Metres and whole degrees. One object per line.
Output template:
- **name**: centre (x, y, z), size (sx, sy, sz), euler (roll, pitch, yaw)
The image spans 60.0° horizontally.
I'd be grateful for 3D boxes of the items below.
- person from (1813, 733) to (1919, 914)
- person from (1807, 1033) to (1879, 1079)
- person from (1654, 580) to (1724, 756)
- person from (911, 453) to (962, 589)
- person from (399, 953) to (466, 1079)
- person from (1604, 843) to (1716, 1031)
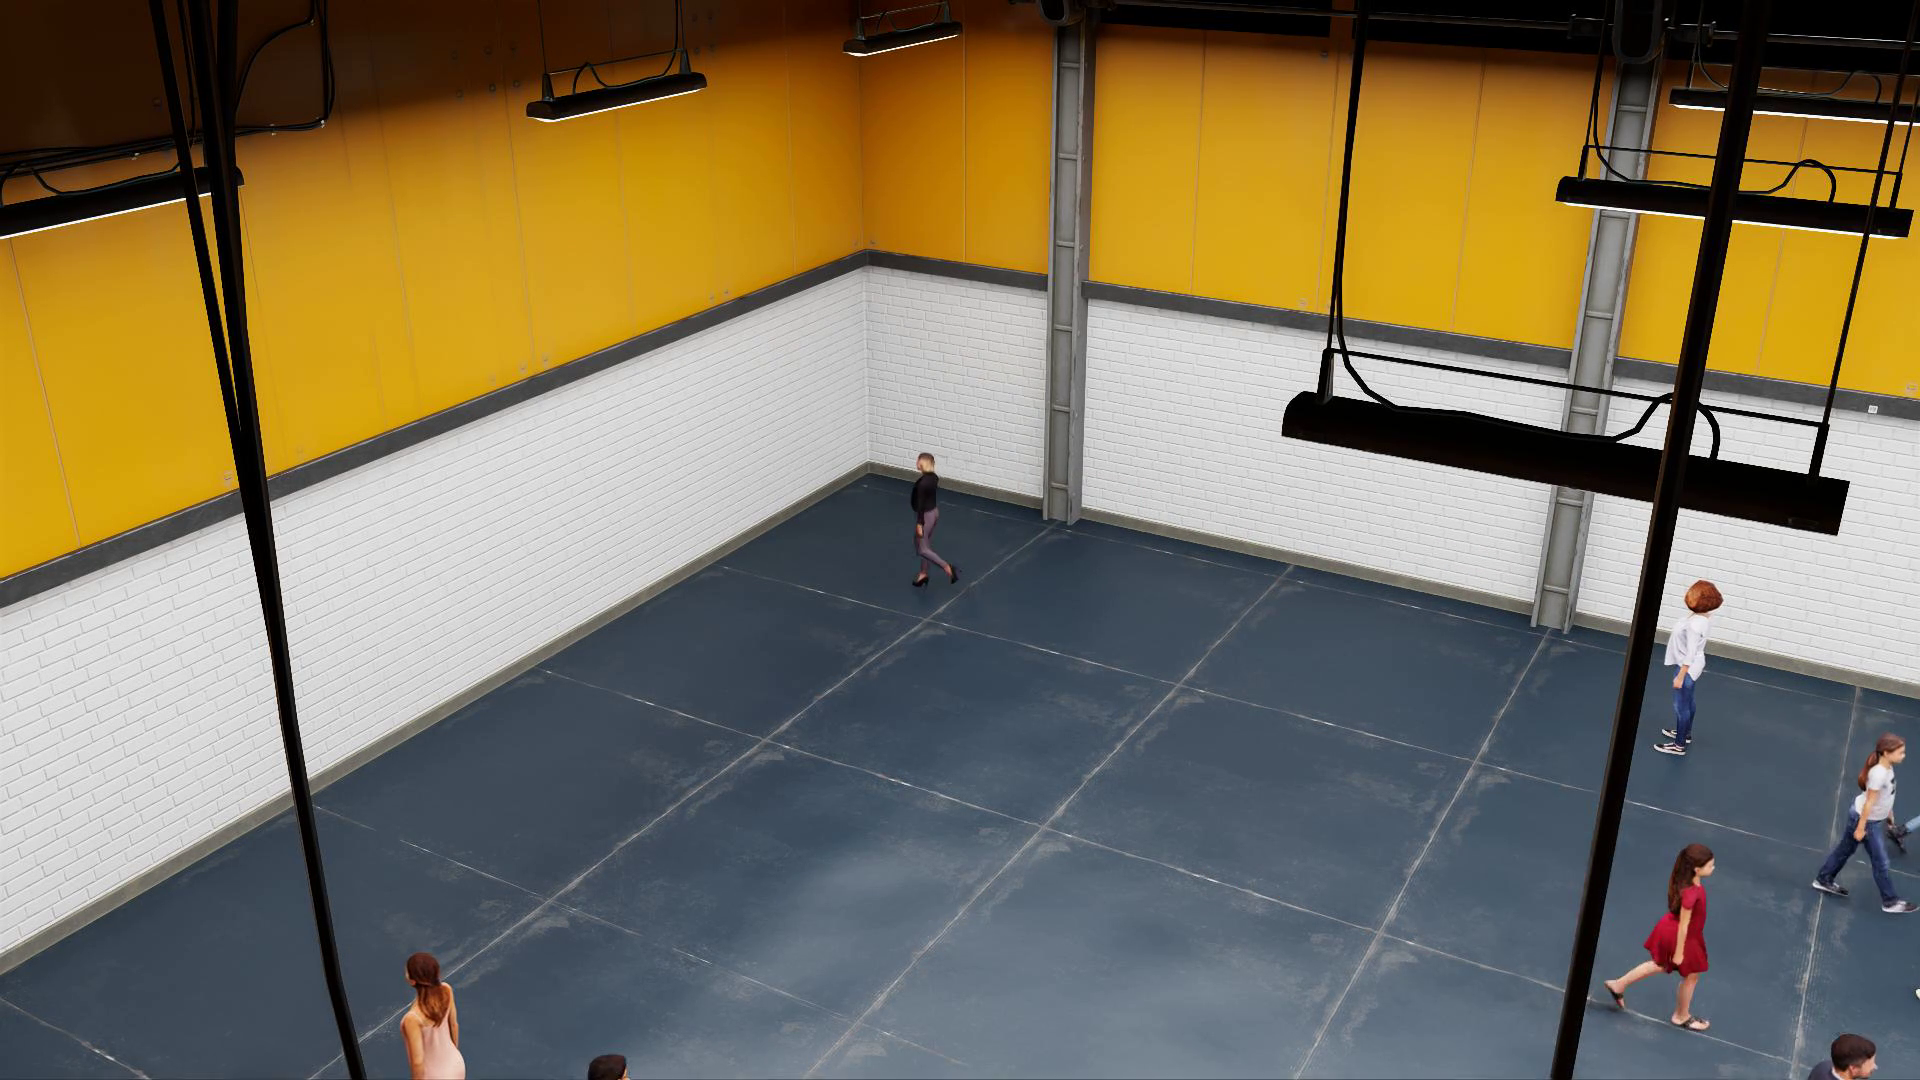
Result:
- **person**: centre (7.200, 2.215, 13.342), size (0.991, 1.532, 0.594), euler (15, 28, 31)
- **person**: centre (4.883, 3.633, 9.730), size (1.164, 1.826, 0.831), euler (6, 24, 13)
- **person**: centre (6.809, 1.170, 15.505), size (0.620, 1.714, 0.662), euler (16, 28, 32)
- **person**: centre (-0.295, -0.180, 18.666), size (0.879, 1.654, 0.669), euler (9, 25, 20)
- **person**: centre (-3.246, 3.346, 10.380), size (0.555, 1.831, 0.622), euler (9, 25, 20)
- **person**: centre (5.089, 2.828, 11.942), size (1.025, 1.529, 0.715), euler (6, 24, 13)
